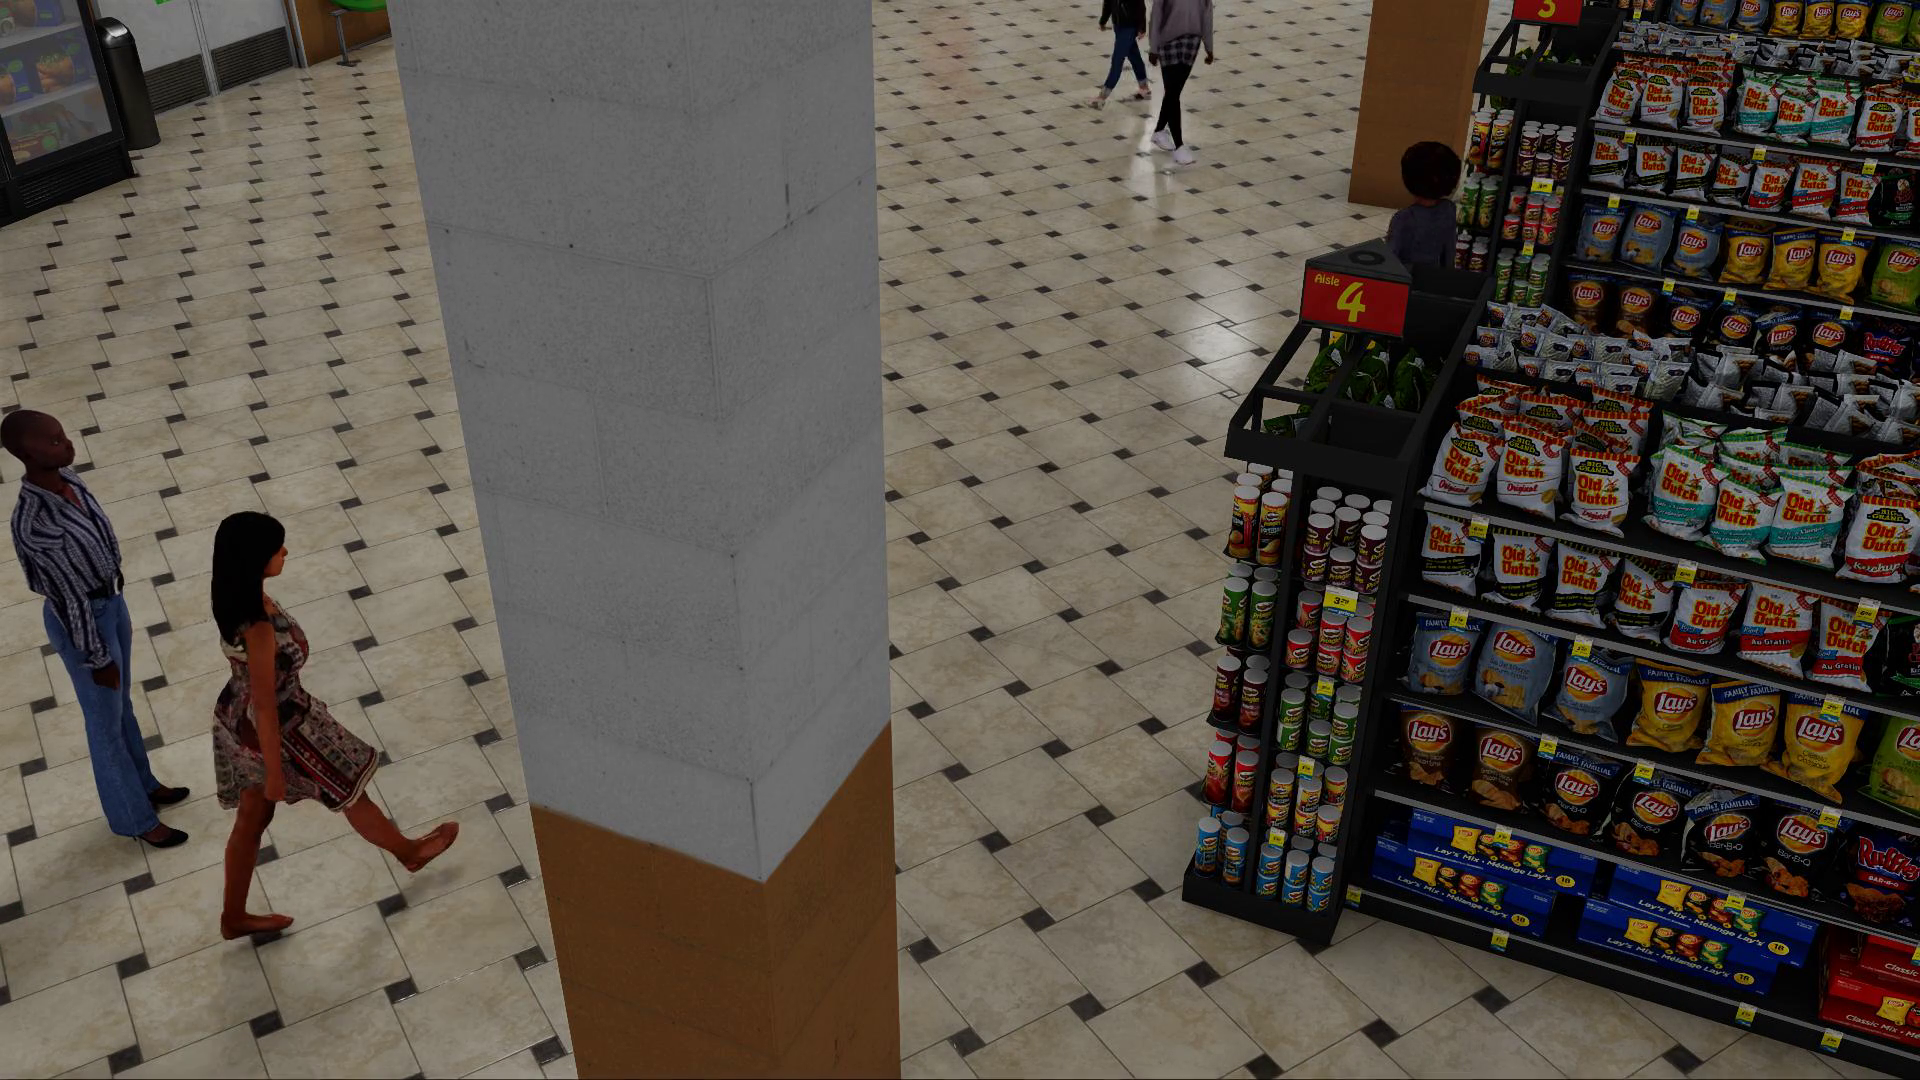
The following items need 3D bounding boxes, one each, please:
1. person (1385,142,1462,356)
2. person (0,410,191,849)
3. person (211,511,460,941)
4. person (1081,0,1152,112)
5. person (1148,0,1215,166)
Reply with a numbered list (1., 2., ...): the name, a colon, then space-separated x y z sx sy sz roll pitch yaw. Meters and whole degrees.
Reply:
1. person: 2.391 -1.177 8.582 0.794 1.695 0.822 -20 37 -29
2. person: -3.169 0.332 6.062 0.736 1.795 0.697 -8 33 -13
3. person: -2.424 0.701 5.663 1.058 1.590 1.146 -19 37 -28
4. person: 1.450 -4.312 13.864 0.998 1.437 0.967 -13 34 -20
5. person: 1.643 -3.832 12.801 0.988 1.746 1.084 -14 34 -21
